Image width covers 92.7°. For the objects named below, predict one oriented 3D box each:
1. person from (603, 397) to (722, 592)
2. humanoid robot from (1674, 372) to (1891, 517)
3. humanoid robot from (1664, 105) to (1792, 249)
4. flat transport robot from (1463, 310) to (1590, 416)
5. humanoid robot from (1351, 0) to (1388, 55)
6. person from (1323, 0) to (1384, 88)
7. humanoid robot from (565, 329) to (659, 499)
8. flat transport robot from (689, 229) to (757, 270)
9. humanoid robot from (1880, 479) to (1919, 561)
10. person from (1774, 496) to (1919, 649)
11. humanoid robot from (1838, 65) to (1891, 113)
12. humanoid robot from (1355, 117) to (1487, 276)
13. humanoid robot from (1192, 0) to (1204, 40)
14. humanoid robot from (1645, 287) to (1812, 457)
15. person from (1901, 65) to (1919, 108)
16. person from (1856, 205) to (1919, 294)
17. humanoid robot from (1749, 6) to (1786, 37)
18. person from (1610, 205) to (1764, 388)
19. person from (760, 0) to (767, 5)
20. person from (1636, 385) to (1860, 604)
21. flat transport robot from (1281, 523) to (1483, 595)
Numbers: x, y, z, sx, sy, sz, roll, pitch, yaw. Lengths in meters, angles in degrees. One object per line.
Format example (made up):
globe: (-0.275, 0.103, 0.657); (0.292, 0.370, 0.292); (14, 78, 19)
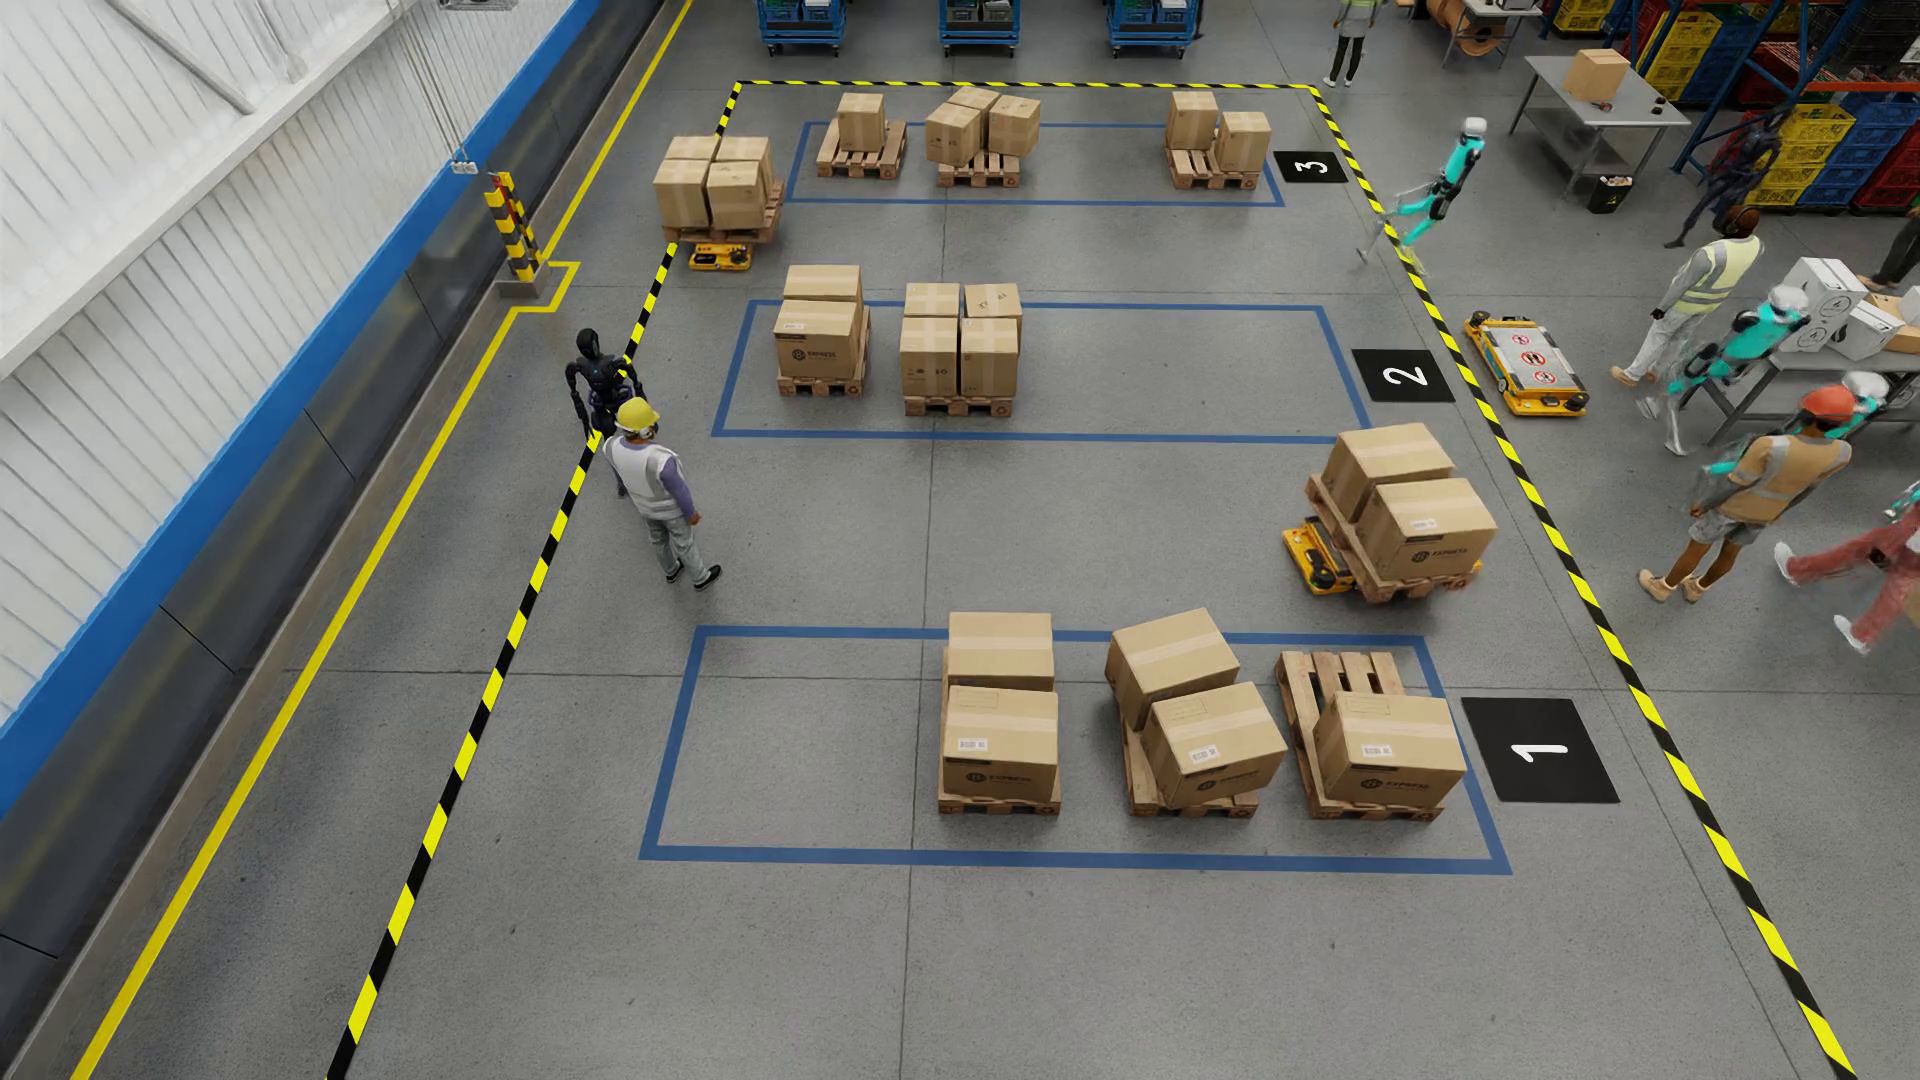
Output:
person: (-2.191, -0.298, 6.763); (0.588, 1.822, 0.403); (18, 52, 15)
humanoid robot: (6.337, -0.735, 7.230); (0.533, 1.808, 0.803); (0, 49, 0)
humanoid robot: (8.512, -3.940, 10.030); (0.673, 1.635, 0.601); (-11, 50, -9)
flat transport robot: (5.573, -1.757, 9.054); (0.659, 0.231, 1.431); (1, 49, 1)
humanoid robot: (6.115, -8.044, 13.590); (0.745, 1.876, 0.538); (15, 51, 13)
person: (5.554, -7.336, 12.839); (0.587, 1.848, 0.396); (0, 49, 0)
humanoid robot: (-2.815, -1.041, 7.530); (0.604, 1.669, 0.498); (-7, 50, -6)
flat transport robot: (-2.687, -3.617, 10.646); (0.652, 0.197, 1.431); (1, 49, 1)
humanoid robot: (7.536, -0.383, 6.942); (0.746, 1.863, 0.538); (-18, 52, -15)
person: (6.806, -0.104, 6.565); (0.602, 1.867, 0.972); (1, 49, 1)
humanoid robot: (11.238, -5.413, 11.294); (0.566, 1.632, 0.603); (16, 51, 13)
humanoid robot: (4.800, -3.590, 9.718); (1.047, 1.787, 0.531); (10, 50, 8)
humanoid robot: (3.607, -8.603, 14.051); (0.613, 1.639, 0.396); (24, 53, 20)
humanoid robot: (6.499, -1.618, 7.976); (0.539, 1.739, 0.983); (6, 49, 5)
person: (12.086, -5.832, 11.408); (0.376, 2.045, 0.604); (2, 49, 2)
person: (10.152, -3.434, 9.473); (0.507, 1.836, 0.341); (-10, 50, -9)
humanoid robot: (12.340, -8.274, 13.752); (0.599, 1.659, 0.315); (10, 50, 9)
person: (6.674, -2.187, 8.395); (0.629, 1.835, 0.429); (-10, 50, -9)
person: (-3.473, -9.845, 15.095); (0.395, 1.710, 0.774); (-3, 49, -3)
person: (5.647, -0.271, 6.595); (0.607, 2.044, 0.392); (4, 49, 4)
flat transport robot: (3.443, 0.045, 7.476); (1.431, 0.197, 0.652); (-8, 50, -7)
